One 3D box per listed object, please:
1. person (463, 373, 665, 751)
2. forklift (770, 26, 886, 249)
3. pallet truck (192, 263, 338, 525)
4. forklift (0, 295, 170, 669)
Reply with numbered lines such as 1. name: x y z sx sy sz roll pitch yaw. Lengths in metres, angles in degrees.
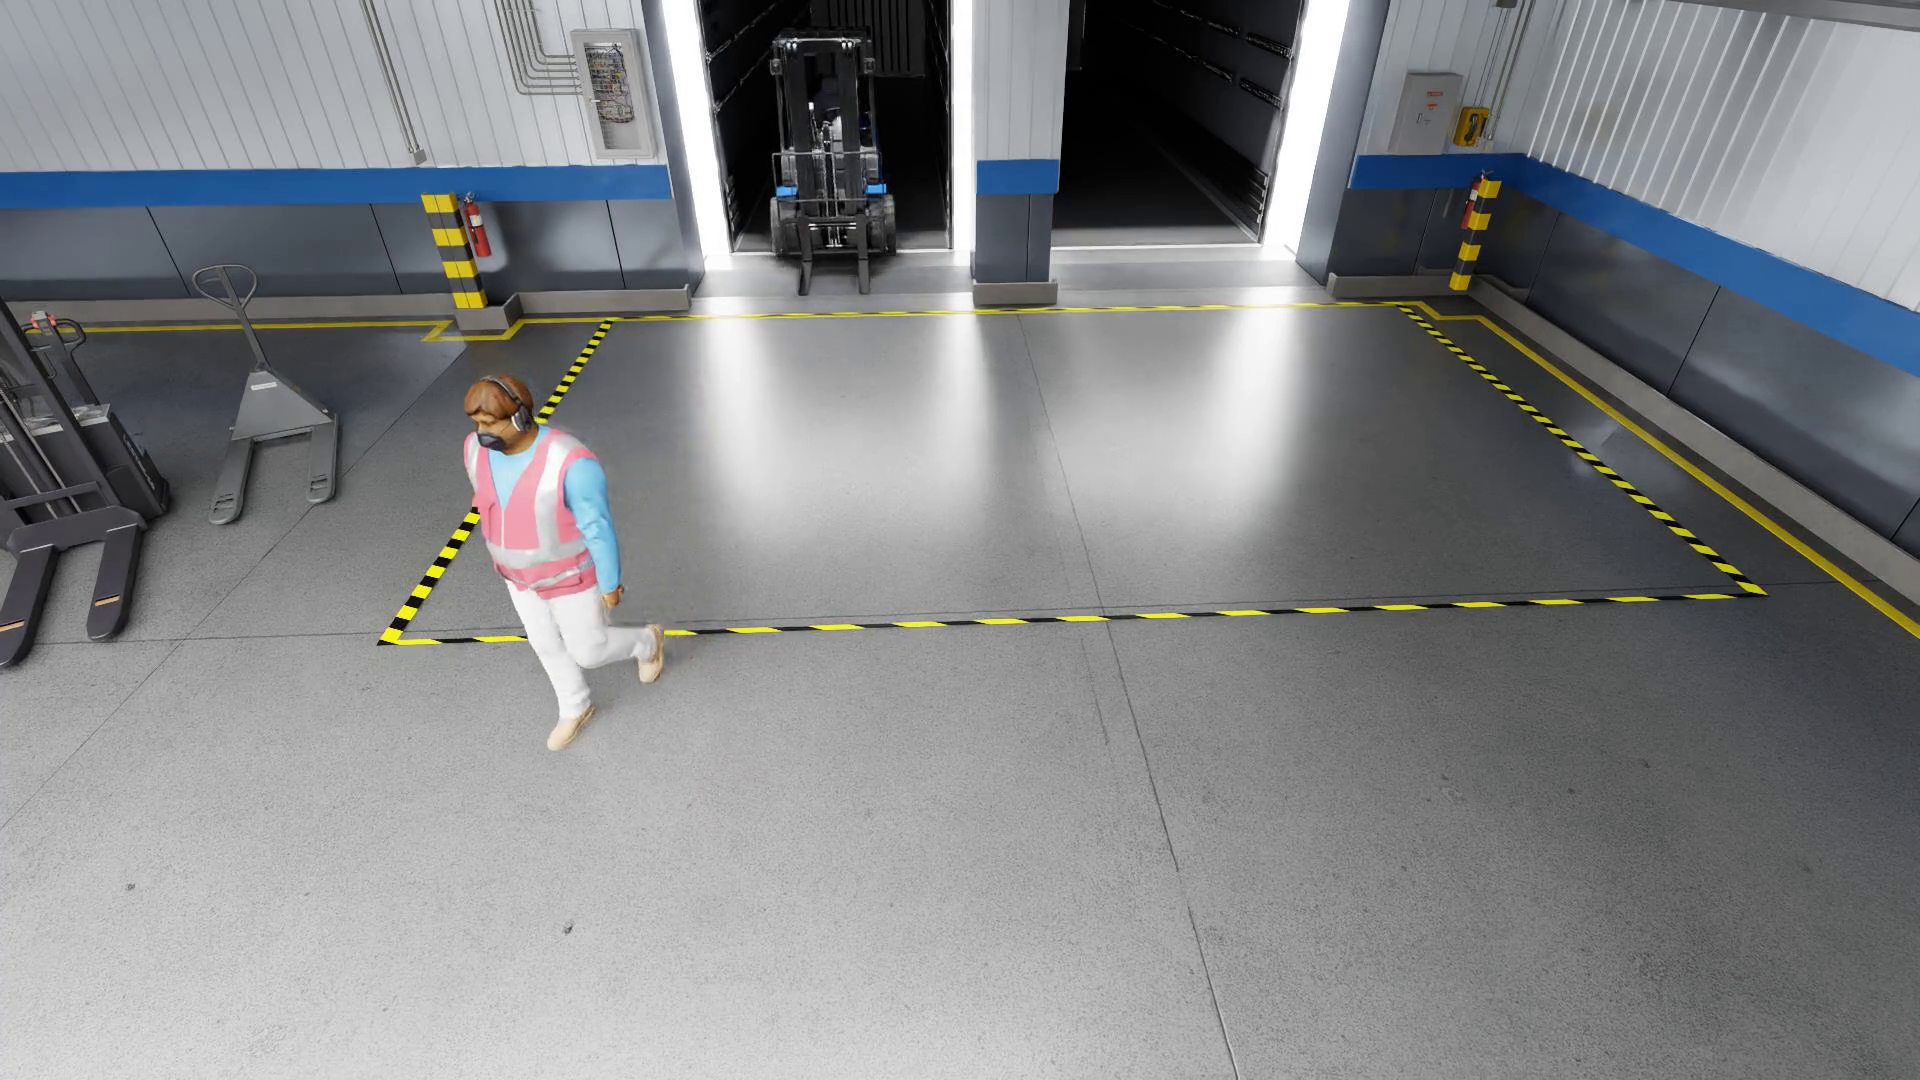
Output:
1. person: -1.718 0.093 4.014 0.630 1.824 0.679 13 37 18
2. forklift: -1.451 -4.561 10.213 1.157 2.036 2.680 -3 35 -5
3. pallet truck: -4.778 -1.027 6.128 0.680 1.201 1.601 -17 38 -23
4. forklift: -5.212 -0.618 4.878 0.823 1.965 1.885 -20 39 -26
